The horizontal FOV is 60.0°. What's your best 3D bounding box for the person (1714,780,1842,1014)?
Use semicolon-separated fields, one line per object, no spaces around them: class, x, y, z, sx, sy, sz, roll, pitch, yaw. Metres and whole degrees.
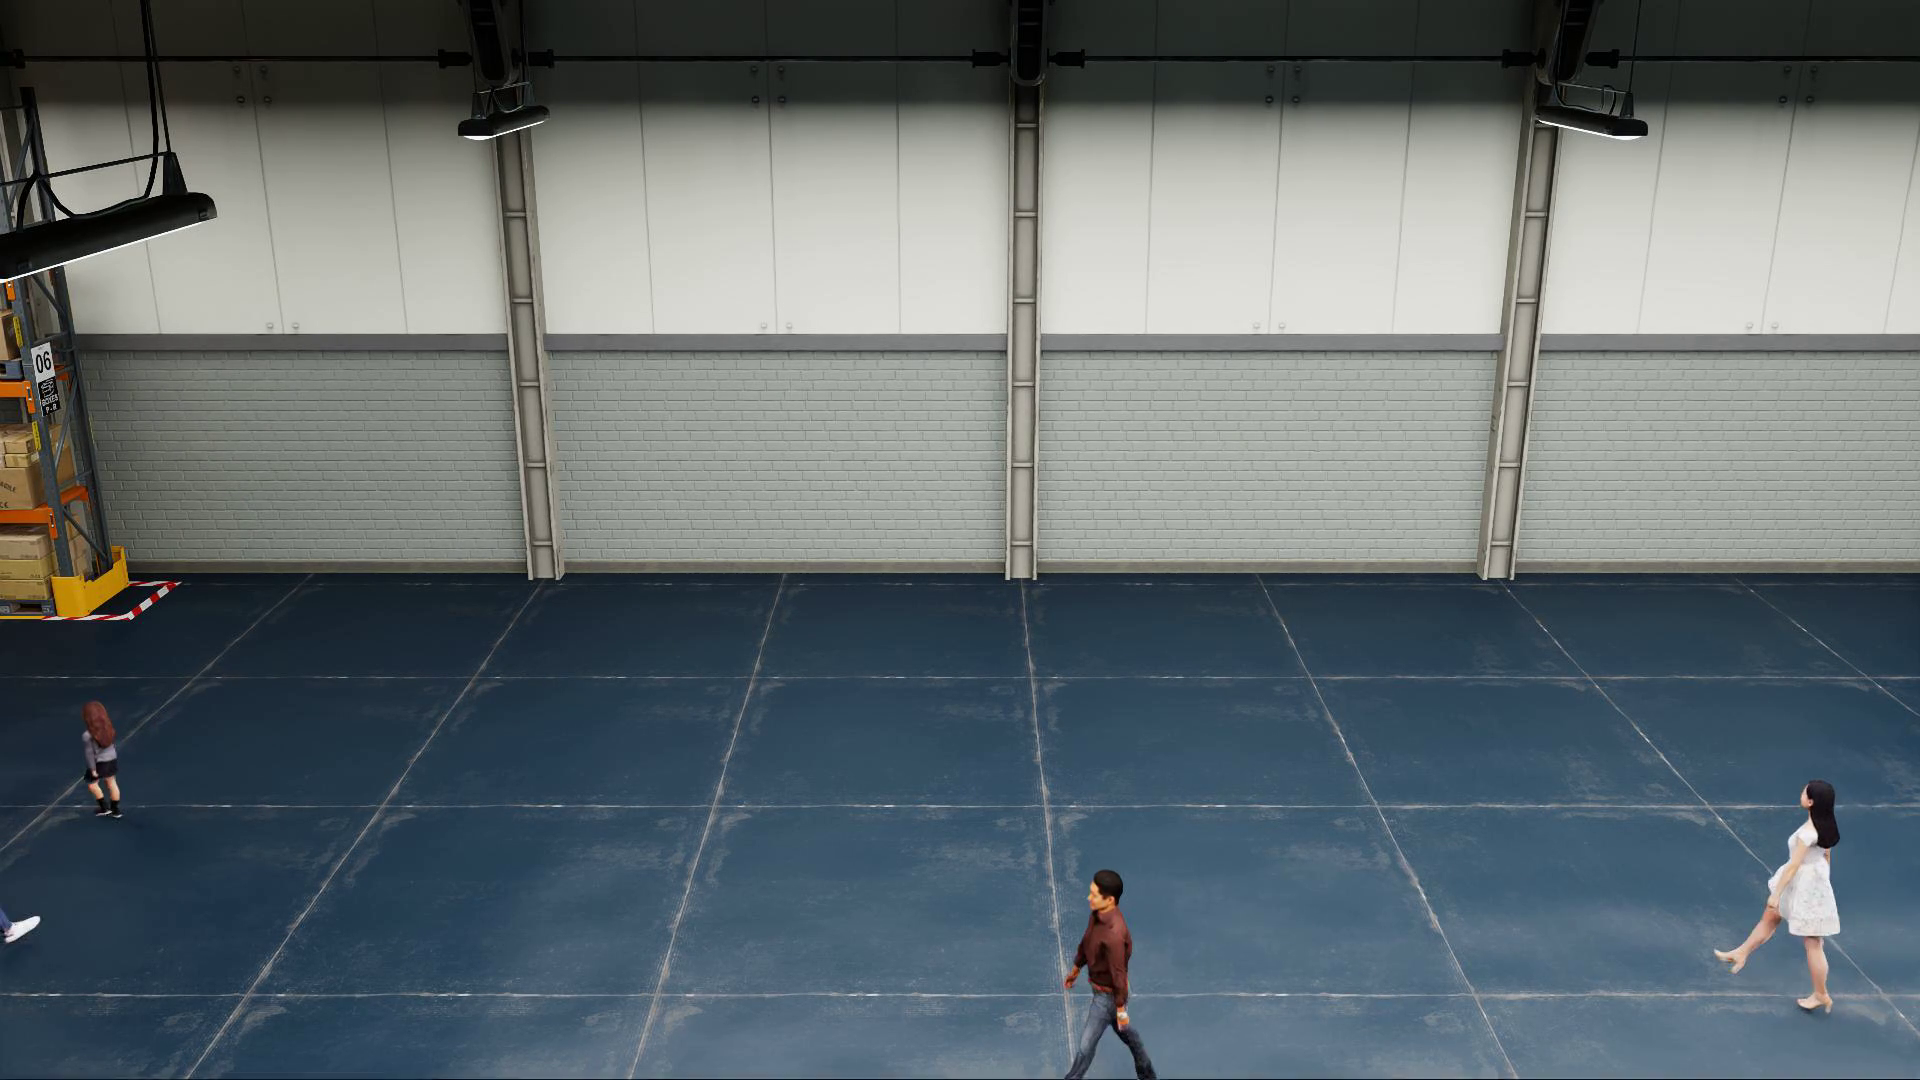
person;6.055;2.559;11.749;1.087;1.742;1.130;-16;24;-41

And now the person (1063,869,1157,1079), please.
person;1.042;2.913;10.689;1.150;1.724;0.735;-2;18;-5

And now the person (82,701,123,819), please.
person;-7.536;1.945;14.674;0.576;1.098;0.548;7;19;20
